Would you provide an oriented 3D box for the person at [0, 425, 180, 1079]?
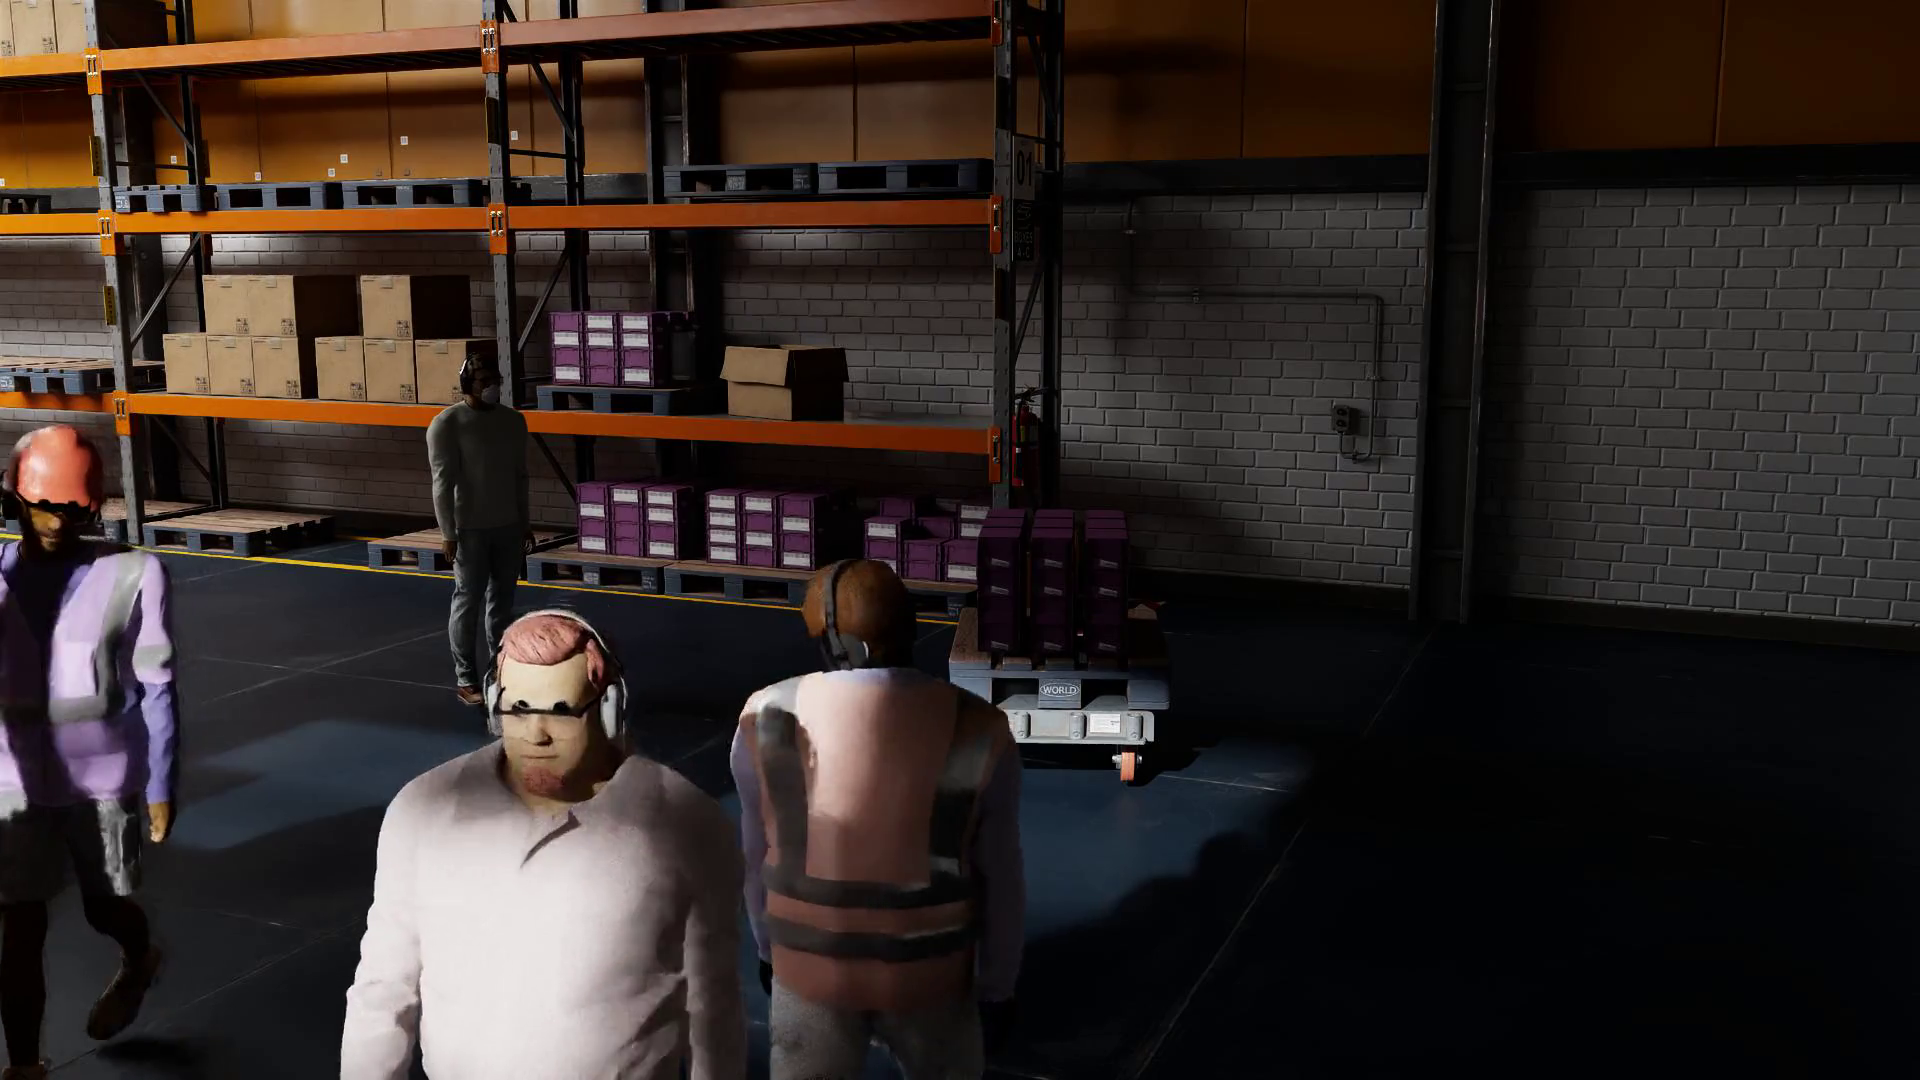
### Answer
[{"bbox_3d":[-2.561,0.646,4.771,0.664,2.005,0.879,-2,10,-14],"label":"person"}]

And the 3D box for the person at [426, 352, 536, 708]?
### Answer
[{"bbox_3d":[-2.606,-0.063,9.158,0.370,1.940,0.630,6,11,34],"label":"person"}]

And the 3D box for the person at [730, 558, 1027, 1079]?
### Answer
[{"bbox_3d":[-0.164,0.925,3.636,0.644,1.804,0.718,0,9,1],"label":"person"}]

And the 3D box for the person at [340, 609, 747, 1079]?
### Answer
[{"bbox_3d":[-0.706,1.023,2.893,0.646,1.863,0.955,1,10,7],"label":"person"}]
